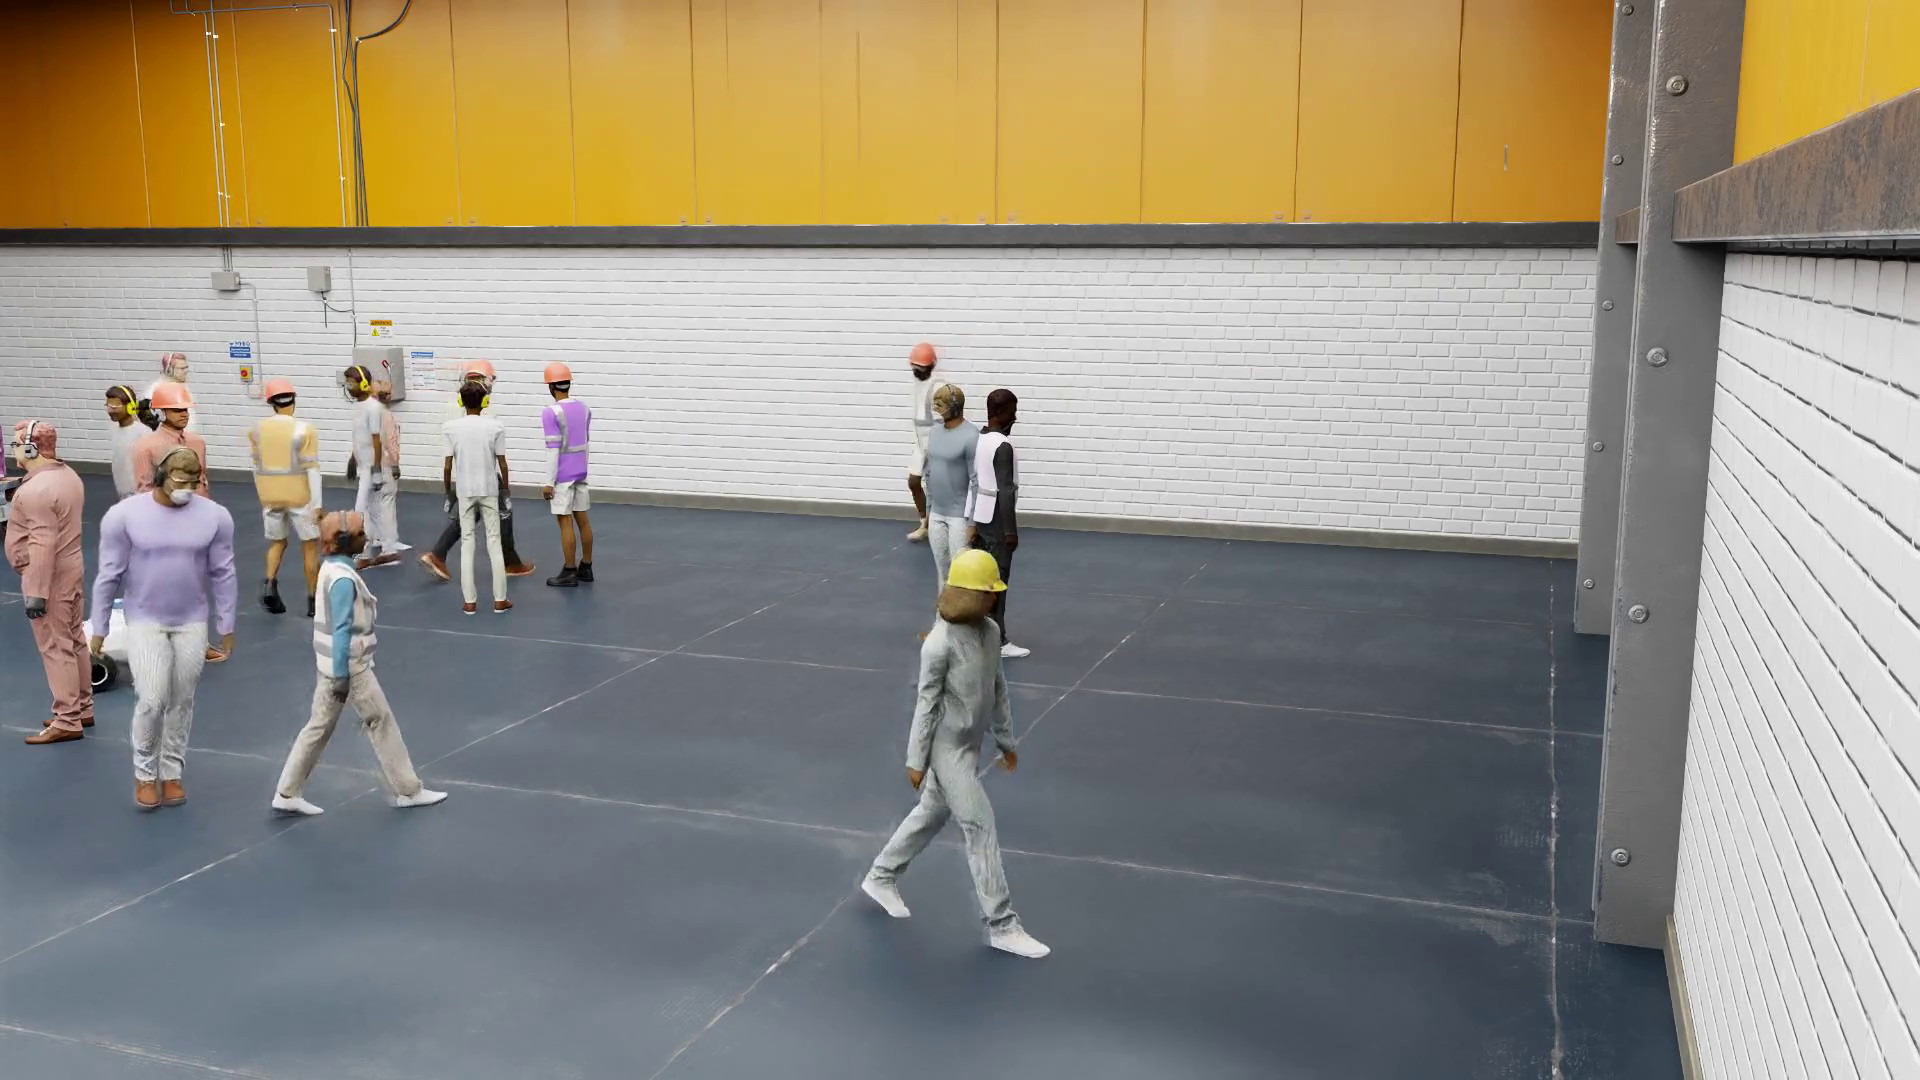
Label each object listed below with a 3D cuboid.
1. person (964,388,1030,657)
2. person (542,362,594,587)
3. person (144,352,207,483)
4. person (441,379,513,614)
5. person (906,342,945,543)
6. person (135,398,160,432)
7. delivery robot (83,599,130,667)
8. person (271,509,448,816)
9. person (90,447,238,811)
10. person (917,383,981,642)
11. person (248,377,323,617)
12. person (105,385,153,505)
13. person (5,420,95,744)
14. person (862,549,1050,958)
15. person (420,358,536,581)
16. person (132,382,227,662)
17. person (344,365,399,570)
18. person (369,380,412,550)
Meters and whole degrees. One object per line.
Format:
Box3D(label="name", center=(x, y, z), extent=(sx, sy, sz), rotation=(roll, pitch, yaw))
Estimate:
Box3D(label="person", center=(0.243, -0.122, 11.870), extent=(0.392, 1.914, 0.587), rotation=(-4, 11, -22))
Box3D(label="person", center=(-3.393, -0.559, 14.275), extent=(0.376, 1.933, 0.544), rotation=(5, 11, 26))
Box3D(label="person", center=(-7.647, -0.881, 16.214), extent=(0.415, 1.890, 0.667), rotation=(1, 10, 7))
Box3D(label="person", center=(-3.838, -0.342, 13.227), extent=(0.521, 1.870, 0.319), rotation=(-2, 10, -11))
Box3D(label="person", center=(-0.273, -0.930, 16.171), extent=(0.655, 1.993, 0.623), rotation=(-7, 12, -34))
Box3D(label="person", center=(-6.569, -0.315, 13.556), extent=(0.568, 1.691, 0.377), rotation=(-5, 11, -25))
Box3D(label="delivery robot", center=(-5.618, 0.638, 11.145), extent=(0.707, 0.478, 0.477), rotation=(-8, 13, -39))
Box3D(label="person", center=(-3.149, 0.633, 8.508), extent=(0.851, 1.596, 0.530), rotation=(-5, 11, -27))
Box3D(label="person", center=(-4.106, 0.460, 8.628), extent=(0.713, 1.898, 0.509), rotation=(-8, 13, -38))
Box3D(label="person", center=(-0.047, -0.170, 12.080), extent=(0.372, 1.935, 0.627), rotation=(-8, 13, -37))
Box3D(label="person", center=(-5.267, -0.316, 13.019), extent=(0.583, 1.898, 0.574), rotation=(1, 10, 3))
Box3D(label="person", center=(-6.452, -0.313, 13.139), extent=(0.543, 1.848, 0.644), rotation=(6, 11, 29))
Box3D(label="person", center=(-5.394, 0.242, 9.833), extent=(0.409, 1.907, 0.651), rotation=(-2, 10, -12))
Box3D(label="person", center=(-0.051, 0.851, 7.001), extent=(0.934, 1.692, 0.487), rotation=(5, 11, 27))
Box3D(label="person", center=(-4.250, -0.608, 14.511), extent=(0.937, 1.955, 0.634), rotation=(-8, 13, -39))
Box3D(label="person", center=(-5.381, -0.093, 11.470), extent=(0.378, 1.995, 0.609), rotation=(3, 11, 18))
Box3D(label="person", center=(-5.387, -0.650, 15.012), extent=(0.529, 1.855, 0.589), rotation=(-7, 12, -33))
Box3D(label="person", center=(-5.535, -0.704, 15.965), extent=(0.336, 1.651, 0.520), rotation=(-10, 14, -43))
